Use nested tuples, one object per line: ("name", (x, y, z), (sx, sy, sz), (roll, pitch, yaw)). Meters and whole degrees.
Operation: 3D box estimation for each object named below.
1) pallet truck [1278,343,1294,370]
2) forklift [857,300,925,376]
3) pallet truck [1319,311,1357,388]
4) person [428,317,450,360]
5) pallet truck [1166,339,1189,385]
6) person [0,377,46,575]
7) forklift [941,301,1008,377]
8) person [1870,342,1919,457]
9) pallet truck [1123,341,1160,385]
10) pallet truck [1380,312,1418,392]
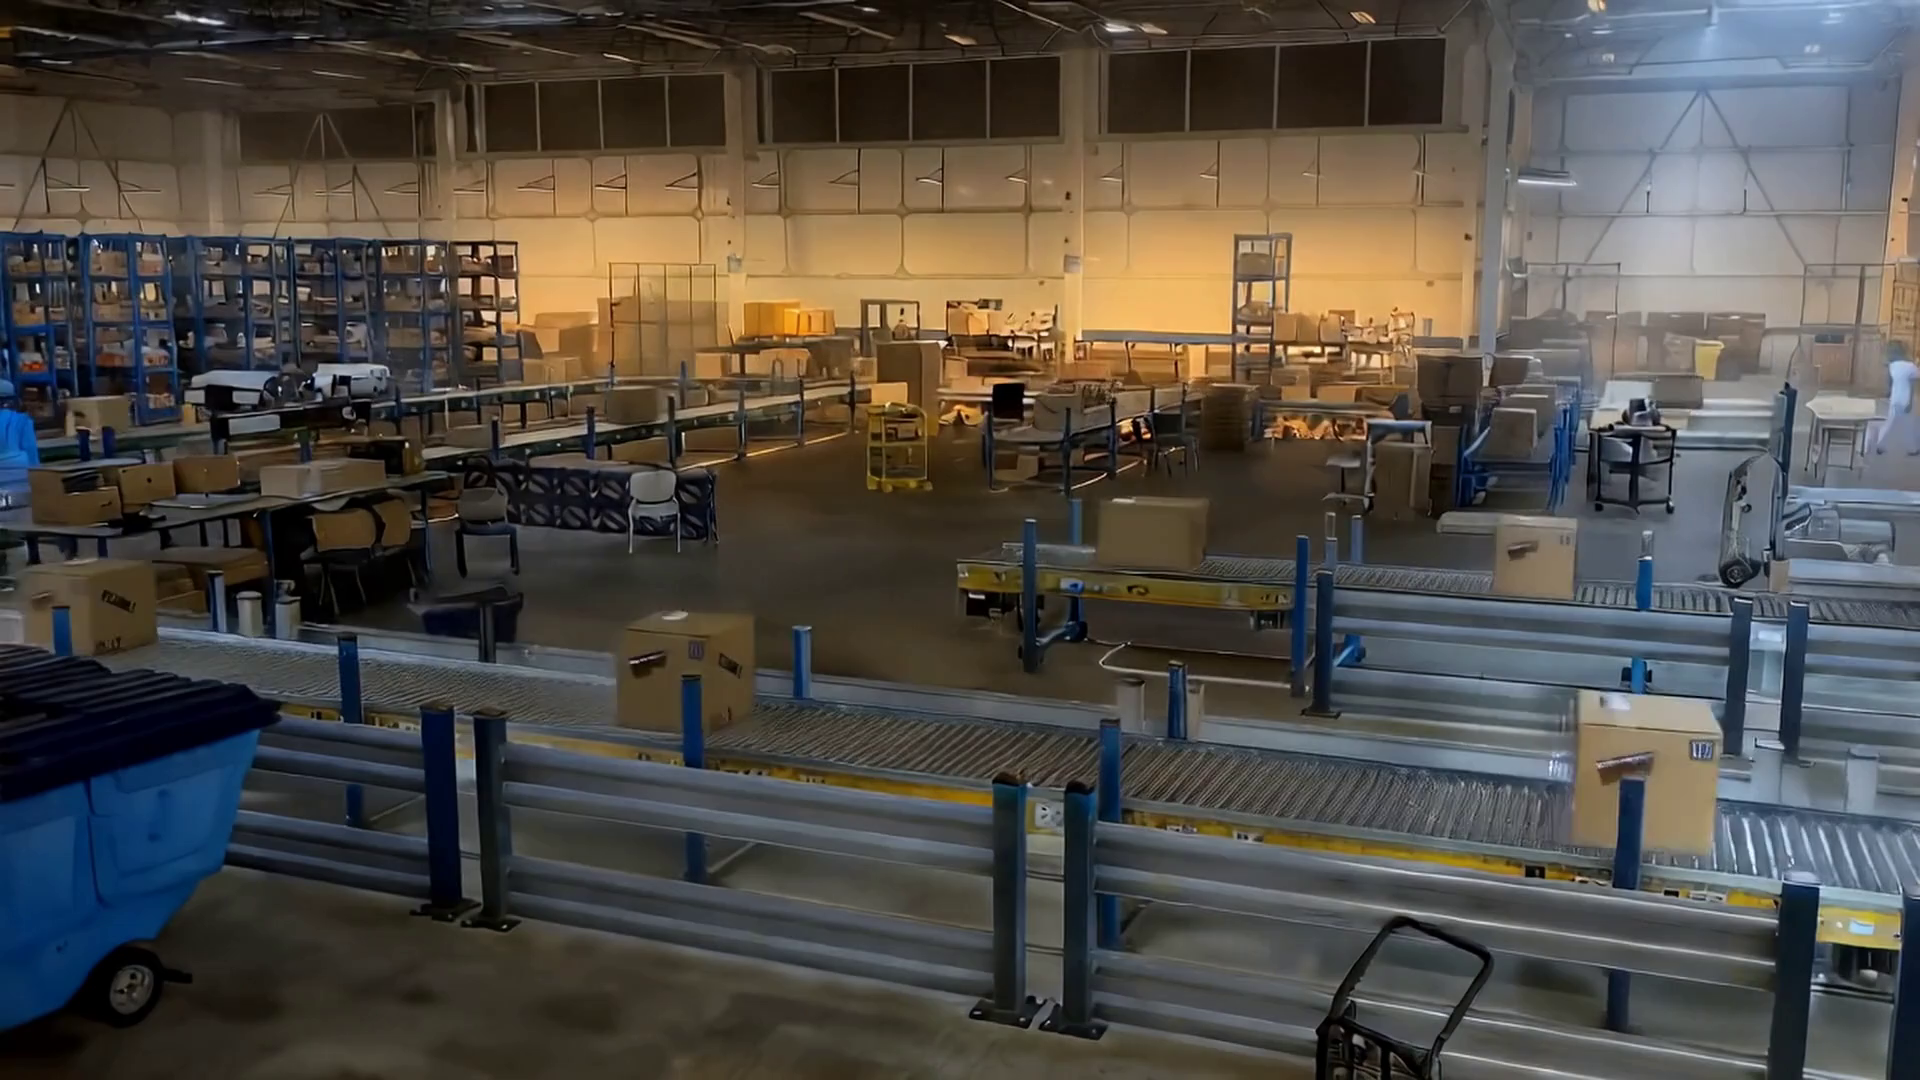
("pallet truck", (7.886, -4.163, 39.743), (0.653, 1.274, 1.630), (4, 10, 22))
("forklift", (-1.732, -5.109, 42.468), (1.157, 1.987, 2.680), (4, 10, 22))
("pallet truck", (9.071, -4.419, 39.190), (0.823, 1.965, 1.885), (5, 10, 26))
("person", (-14.129, -5.360, 44.947), (0.635, 1.976, 0.513), (-7, 11, -35))
("pallet truck", (5.418, -4.269, 40.420), (0.704, 1.261, 1.522), (3, 10, 20))
("person", (-9.340, -0.622, 16.329), (0.615, 1.947, 0.388), (-1, 9, -8))
("forklift", (0.365, -4.966, 41.571), (1.157, 1.987, 2.680), (3, 10, 20))
("person", (14.921, -2.226, 26.421), (0.957, 1.836, 0.520), (-4, 10, -25))
("pallet truck", (4.445, -4.380, 41.279), (0.680, 1.201, 1.601), (4, 10, 22))
("pallet truck", (10.207, -4.283, 38.369), (0.823, 1.965, 1.885), (3, 10, 20))
